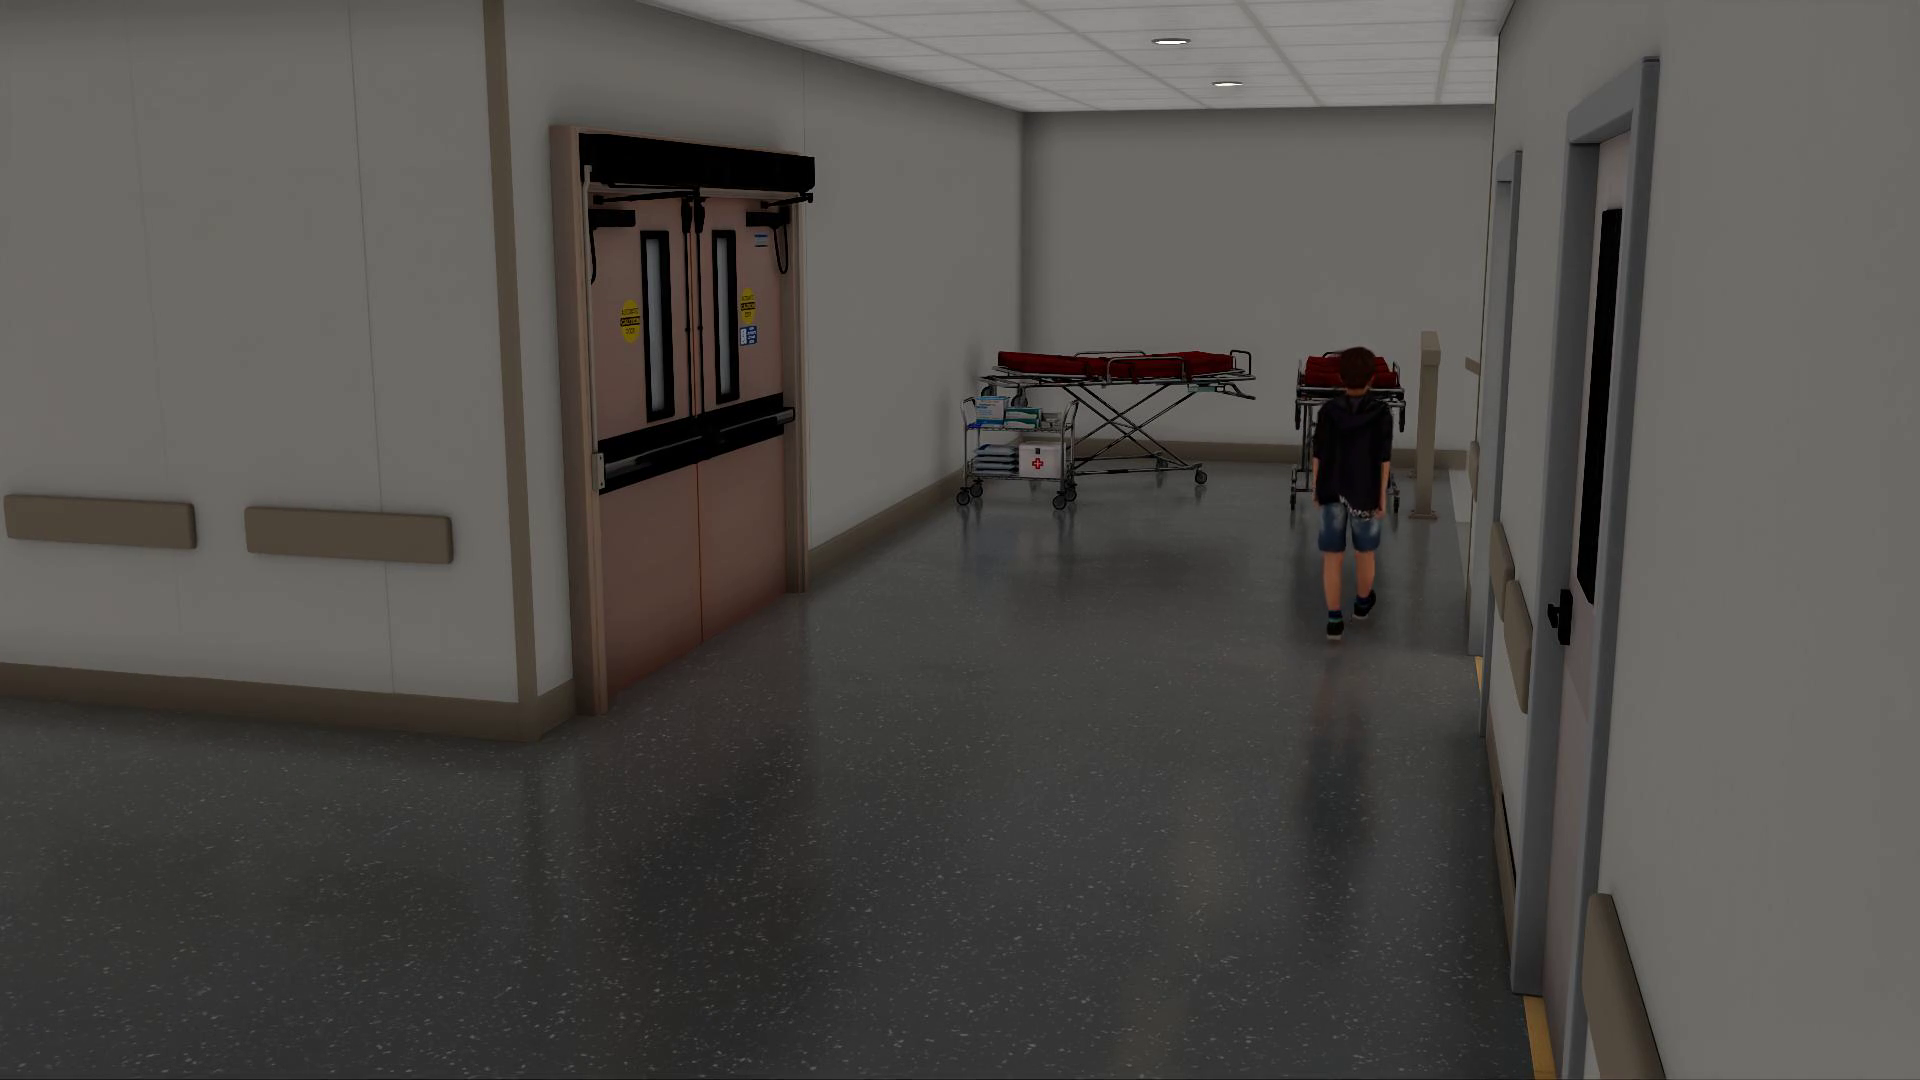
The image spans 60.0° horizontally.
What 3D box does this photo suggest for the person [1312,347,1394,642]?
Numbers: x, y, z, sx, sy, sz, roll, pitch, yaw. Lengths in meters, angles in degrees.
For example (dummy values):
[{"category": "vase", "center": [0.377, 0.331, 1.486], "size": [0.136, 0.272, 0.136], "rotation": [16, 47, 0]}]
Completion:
[{"category": "person", "center": [1.894, -0.203, 8.146], "size": [0.581, 1.416, 0.911], "rotation": [3, 11, 18]}]
